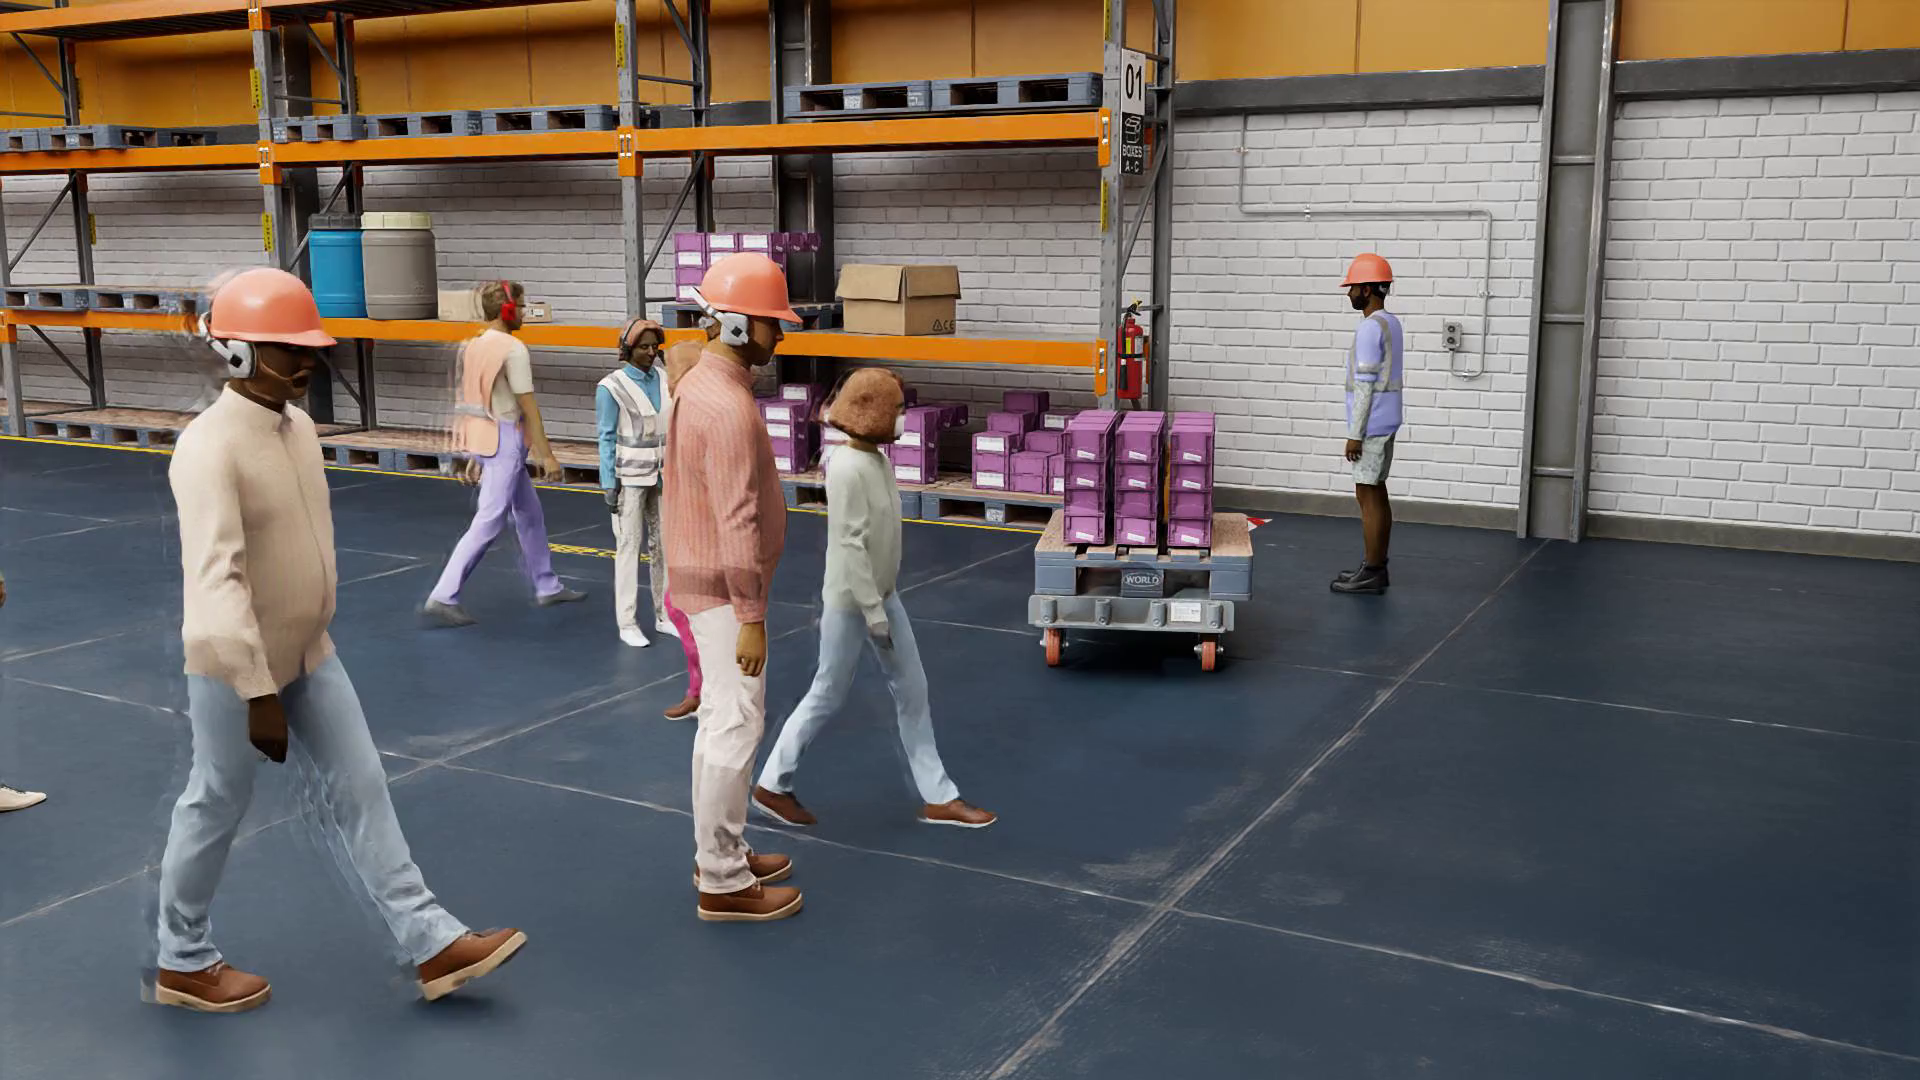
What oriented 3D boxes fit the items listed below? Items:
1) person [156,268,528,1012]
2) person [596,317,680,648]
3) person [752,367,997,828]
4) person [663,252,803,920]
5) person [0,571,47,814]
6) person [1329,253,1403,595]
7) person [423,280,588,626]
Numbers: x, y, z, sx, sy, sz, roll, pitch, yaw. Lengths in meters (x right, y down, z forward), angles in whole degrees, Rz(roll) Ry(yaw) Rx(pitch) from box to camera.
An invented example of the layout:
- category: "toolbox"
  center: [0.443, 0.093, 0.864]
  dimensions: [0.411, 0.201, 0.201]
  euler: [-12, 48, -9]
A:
- category: "person"
  center: [-1.678, 0.296, 4.220]
  dimensions: [1.024, 1.934, 0.656]
  euler: [1, 10, 7]
- category: "person"
  center: [-1.571, -0.284, 8.260]
  dimensions: [0.320, 1.631, 0.525]
  euler: [8, 13, 39]
- category: "person"
  center: [-0.326, 0.209, 5.646]
  dimensions: [0.826, 1.594, 0.502]
  euler: [4, 11, 19]
- category: "person"
  center: [-0.661, 0.151, 4.925]
  dimensions: [0.411, 1.980, 0.626]
  euler: [-3, 11, -17]
- category: "person"
  center: [-3.539, 0.097, 5.819]
  dimensions: [0.524, 1.760, 0.326]
  euler: [5, 11, 24]
- category: "person"
  center: [2.316, -0.656, 9.481]
  dimensions: [0.388, 1.931, 0.543]
  euler: [5, 12, 26]
- category: "person"
  center: [-2.451, -0.465, 8.794]
  dimensions: [0.963, 1.803, 0.585]
  euler: [-7, 13, -35]
